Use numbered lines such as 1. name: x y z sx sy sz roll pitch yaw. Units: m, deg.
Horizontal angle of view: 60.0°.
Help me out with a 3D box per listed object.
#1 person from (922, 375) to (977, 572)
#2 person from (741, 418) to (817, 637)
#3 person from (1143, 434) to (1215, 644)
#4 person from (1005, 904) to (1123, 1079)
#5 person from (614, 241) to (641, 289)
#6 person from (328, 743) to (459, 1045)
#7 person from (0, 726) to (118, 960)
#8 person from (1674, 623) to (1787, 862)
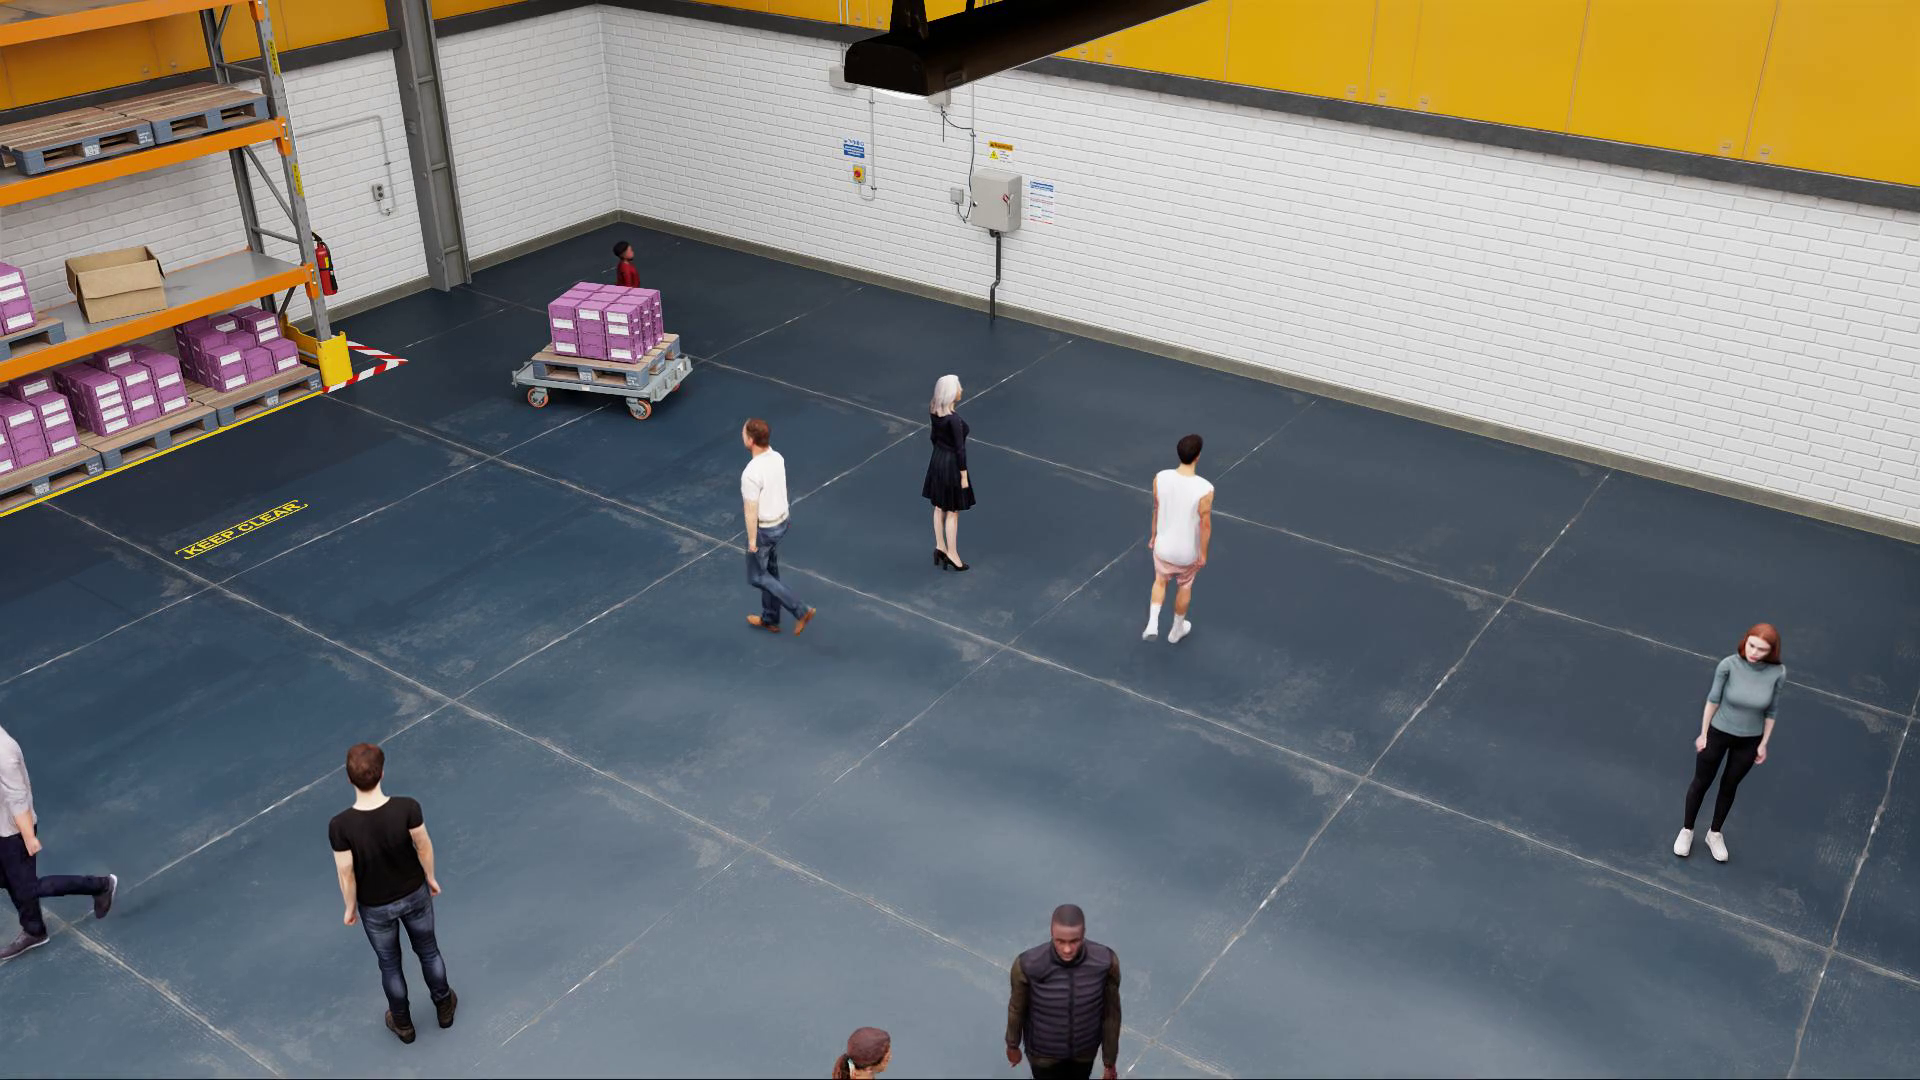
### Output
1. person: -0.083 -0.567 13.826 0.692 1.746 0.688 -17 33 -28
2. person: -1.405 -0.048 12.783 0.813 1.834 0.897 14 32 24
3. person: 1.620 0.061 12.651 0.709 1.767 0.869 14 32 24
4. person: 0.497 2.448 8.222 0.822 1.820 0.886 -5 29 -8
5. person: -3.652 -2.650 18.163 0.631 1.250 0.589 -9 30 -17
6. person: -3.093 1.939 9.075 0.684 1.896 0.819 -14 31 -23
7. person: -5.476 1.622 9.731 0.752 1.825 0.979 25 37 38
8. person: 4.869 1.259 10.483 0.635 1.742 0.630 8 30 14
